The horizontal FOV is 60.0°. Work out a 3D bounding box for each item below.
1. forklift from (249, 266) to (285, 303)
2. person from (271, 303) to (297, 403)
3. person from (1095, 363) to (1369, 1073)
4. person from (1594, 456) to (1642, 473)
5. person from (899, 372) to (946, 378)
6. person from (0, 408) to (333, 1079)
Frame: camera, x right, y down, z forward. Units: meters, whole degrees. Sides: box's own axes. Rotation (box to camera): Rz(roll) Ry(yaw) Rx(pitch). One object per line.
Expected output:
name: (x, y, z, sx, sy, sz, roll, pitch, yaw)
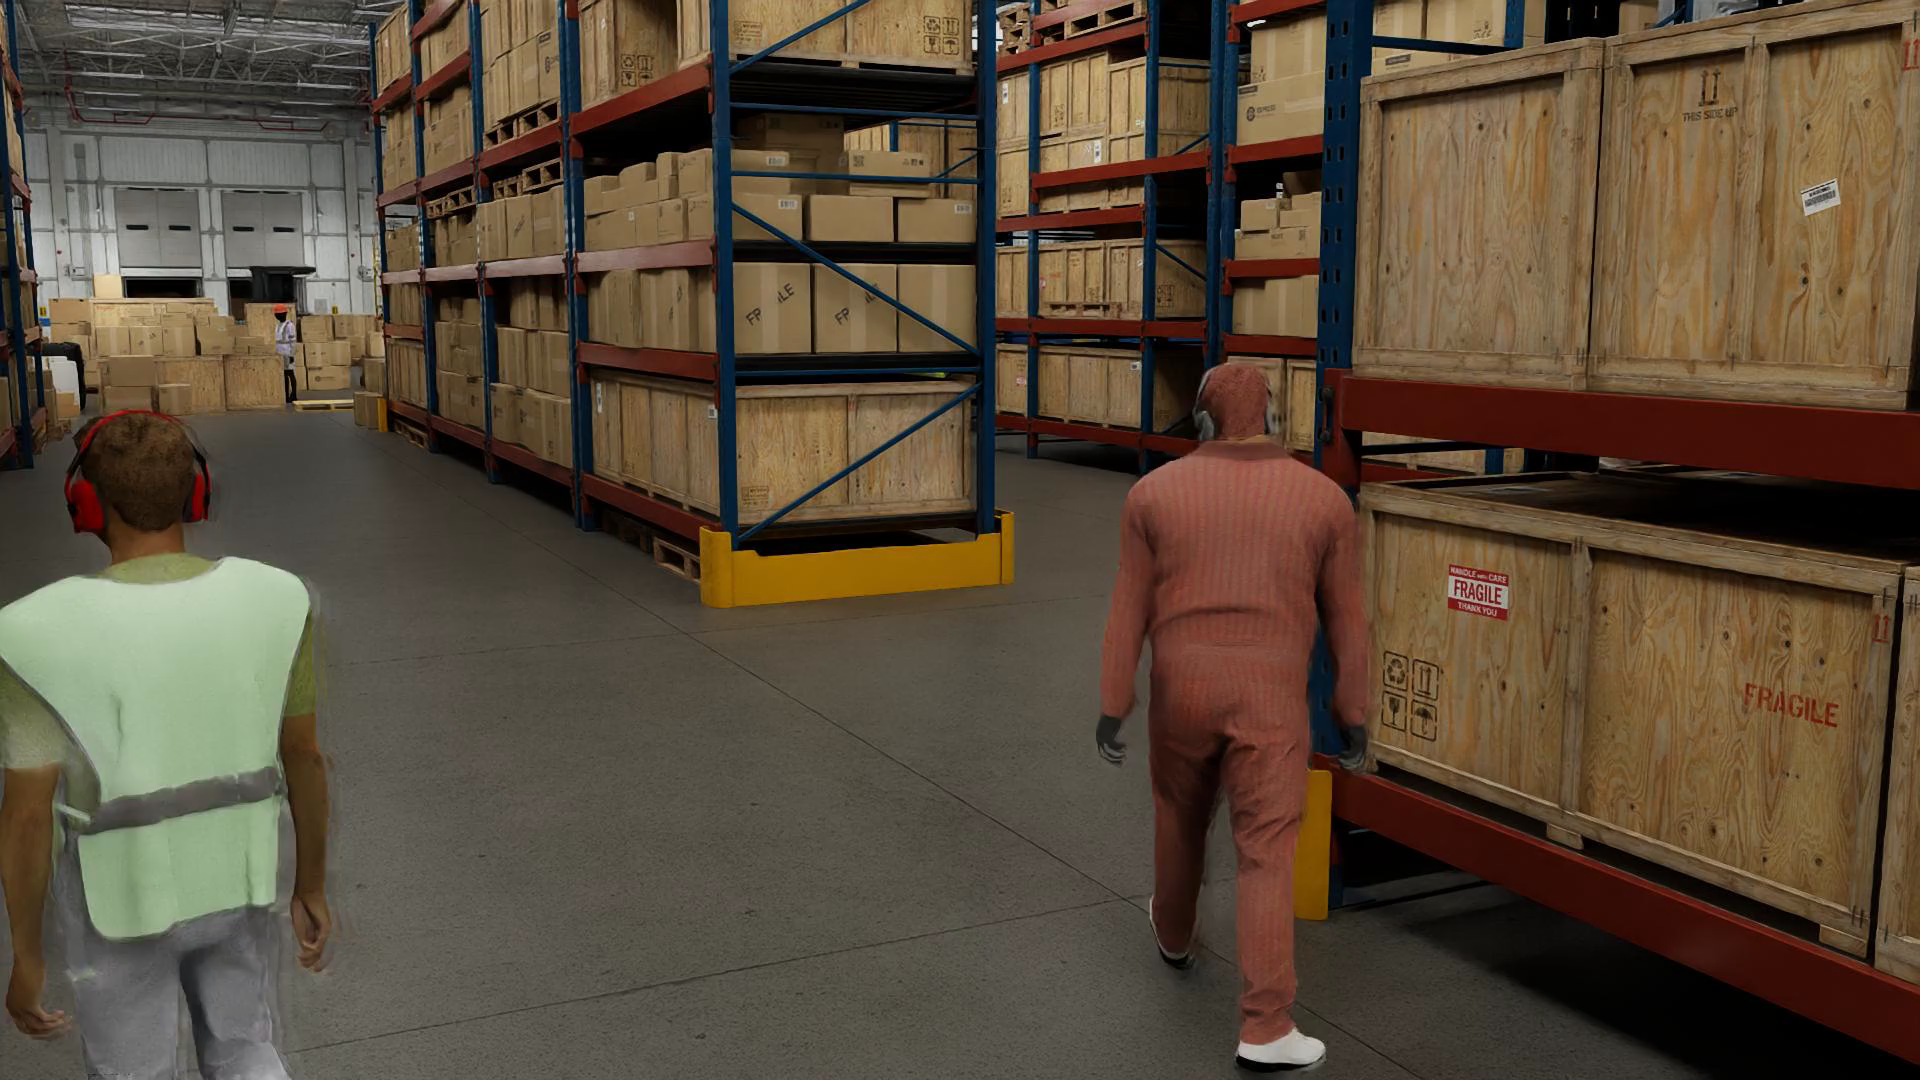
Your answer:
forklift: (-17.035, -5.357, 41.029, 1.873, 2.768, 1.129, 2, 8, 11)
person: (-13.155, -3.631, 32.380, 0.544, 1.933, 0.376, 6, 10, 38)
person: (0.769, 0.439, 4.652, 0.731, 1.836, 1.031, 2, 8, 11)
person: (4.284, -0.593, 11.153, 0.513, 2.027, 0.662, -8, 11, -43)
person: (-0.344, -1.074, 15.578, 0.530, 1.690, 0.319, 5, 10, 32)
person: (-1.424, 0.676, 3.042, 0.525, 1.831, 0.565, 7, 11, 39)
